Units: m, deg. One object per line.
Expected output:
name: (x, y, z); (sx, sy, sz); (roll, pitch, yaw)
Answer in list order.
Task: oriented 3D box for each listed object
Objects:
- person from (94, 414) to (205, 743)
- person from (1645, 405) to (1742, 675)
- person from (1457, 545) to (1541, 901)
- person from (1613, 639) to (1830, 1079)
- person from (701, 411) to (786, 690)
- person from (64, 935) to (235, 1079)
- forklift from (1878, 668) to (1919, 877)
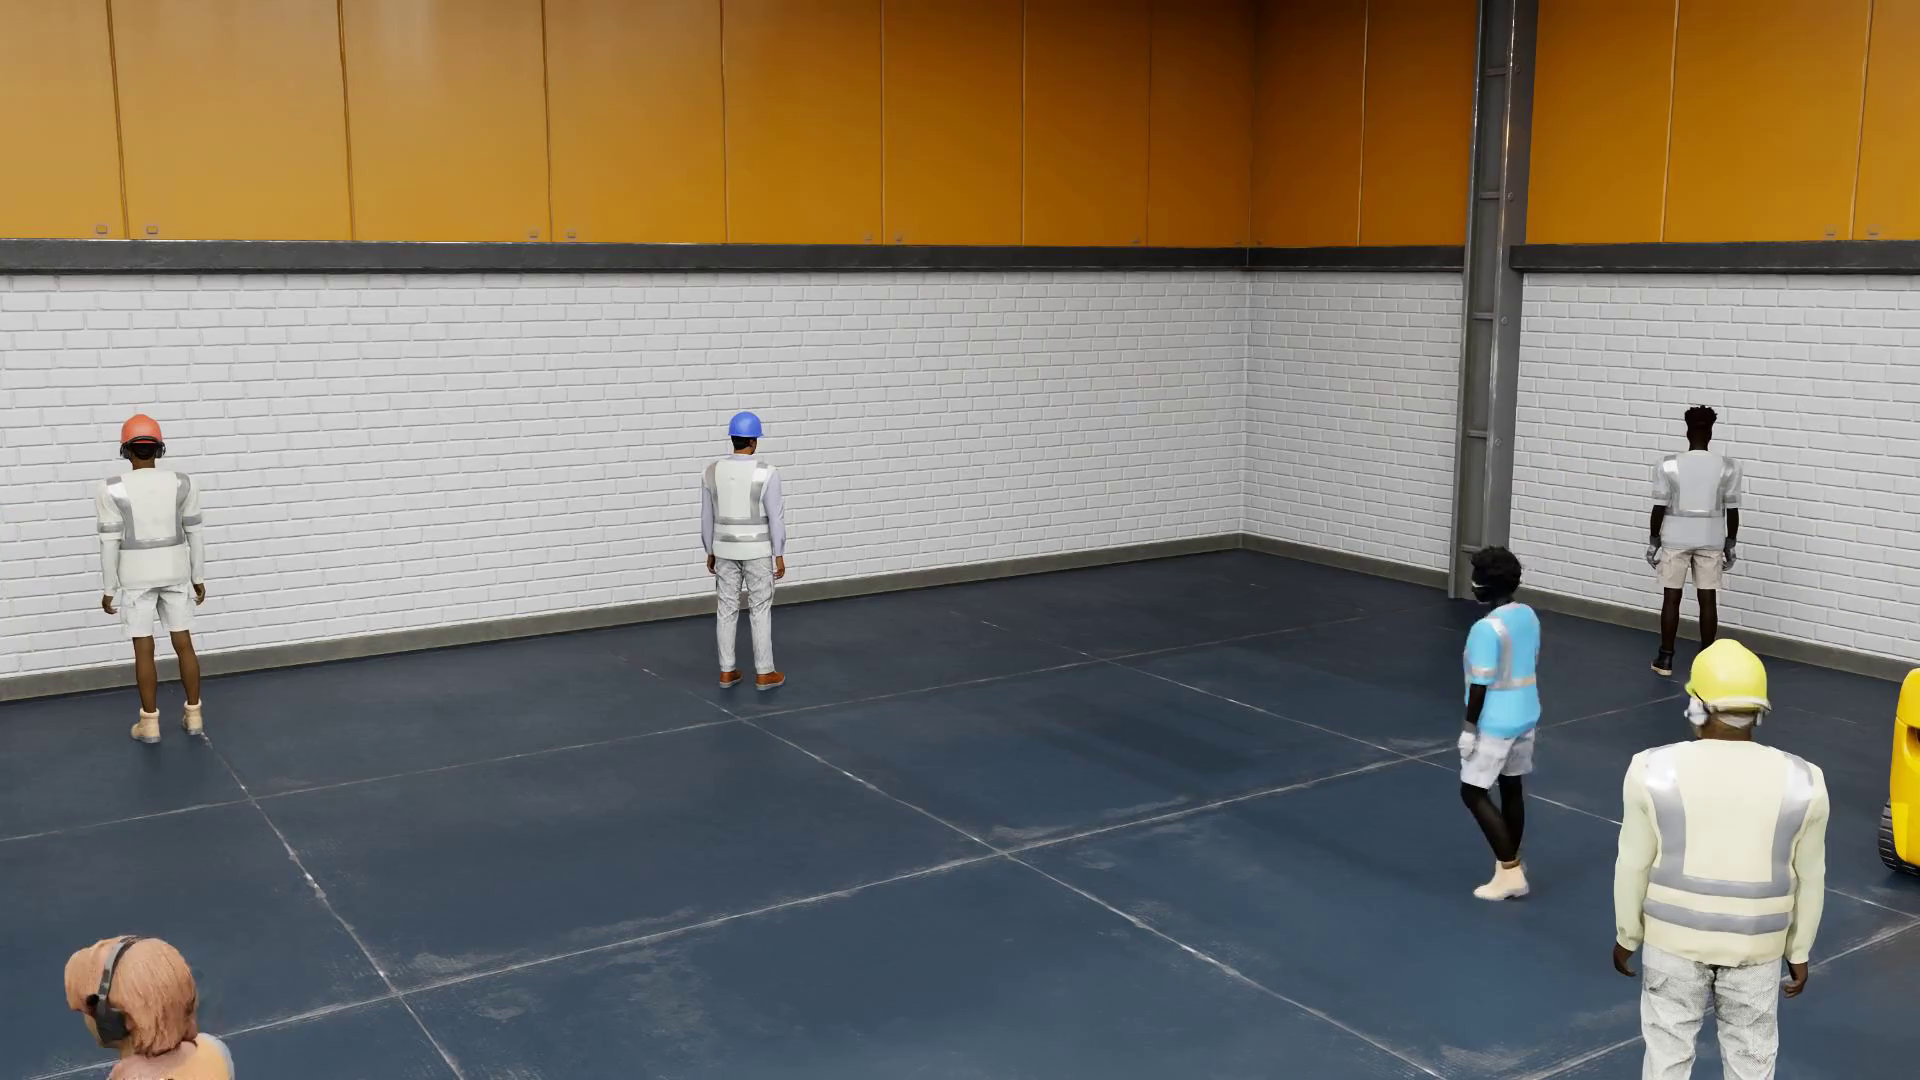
person: (-5.042, 0.236, 10.380); (0.614, 2.041, 0.393); (-8, 13, -41)
person: (5.269, 0.011, 11.966); (0.613, 1.964, 0.361); (2, 10, 14)
person: (2.579, 0.851, 7.817); (0.681, 1.677, 0.341); (-8, 13, -41)
person: (2.325, 1.211, 5.141); (0.592, 1.832, 0.404); (2, 10, 15)
person: (-1.502, 0.075, 11.631); (0.615, 1.945, 0.405); (3, 10, 16)
person: (-1.613, 1.596, 3.413); (0.459, 1.625, 0.538); (1, 9, 3)
forklift: (5.511, 0.571, 7.906); (2.313, 2.155, 1.214); (-6, 11, -33)
